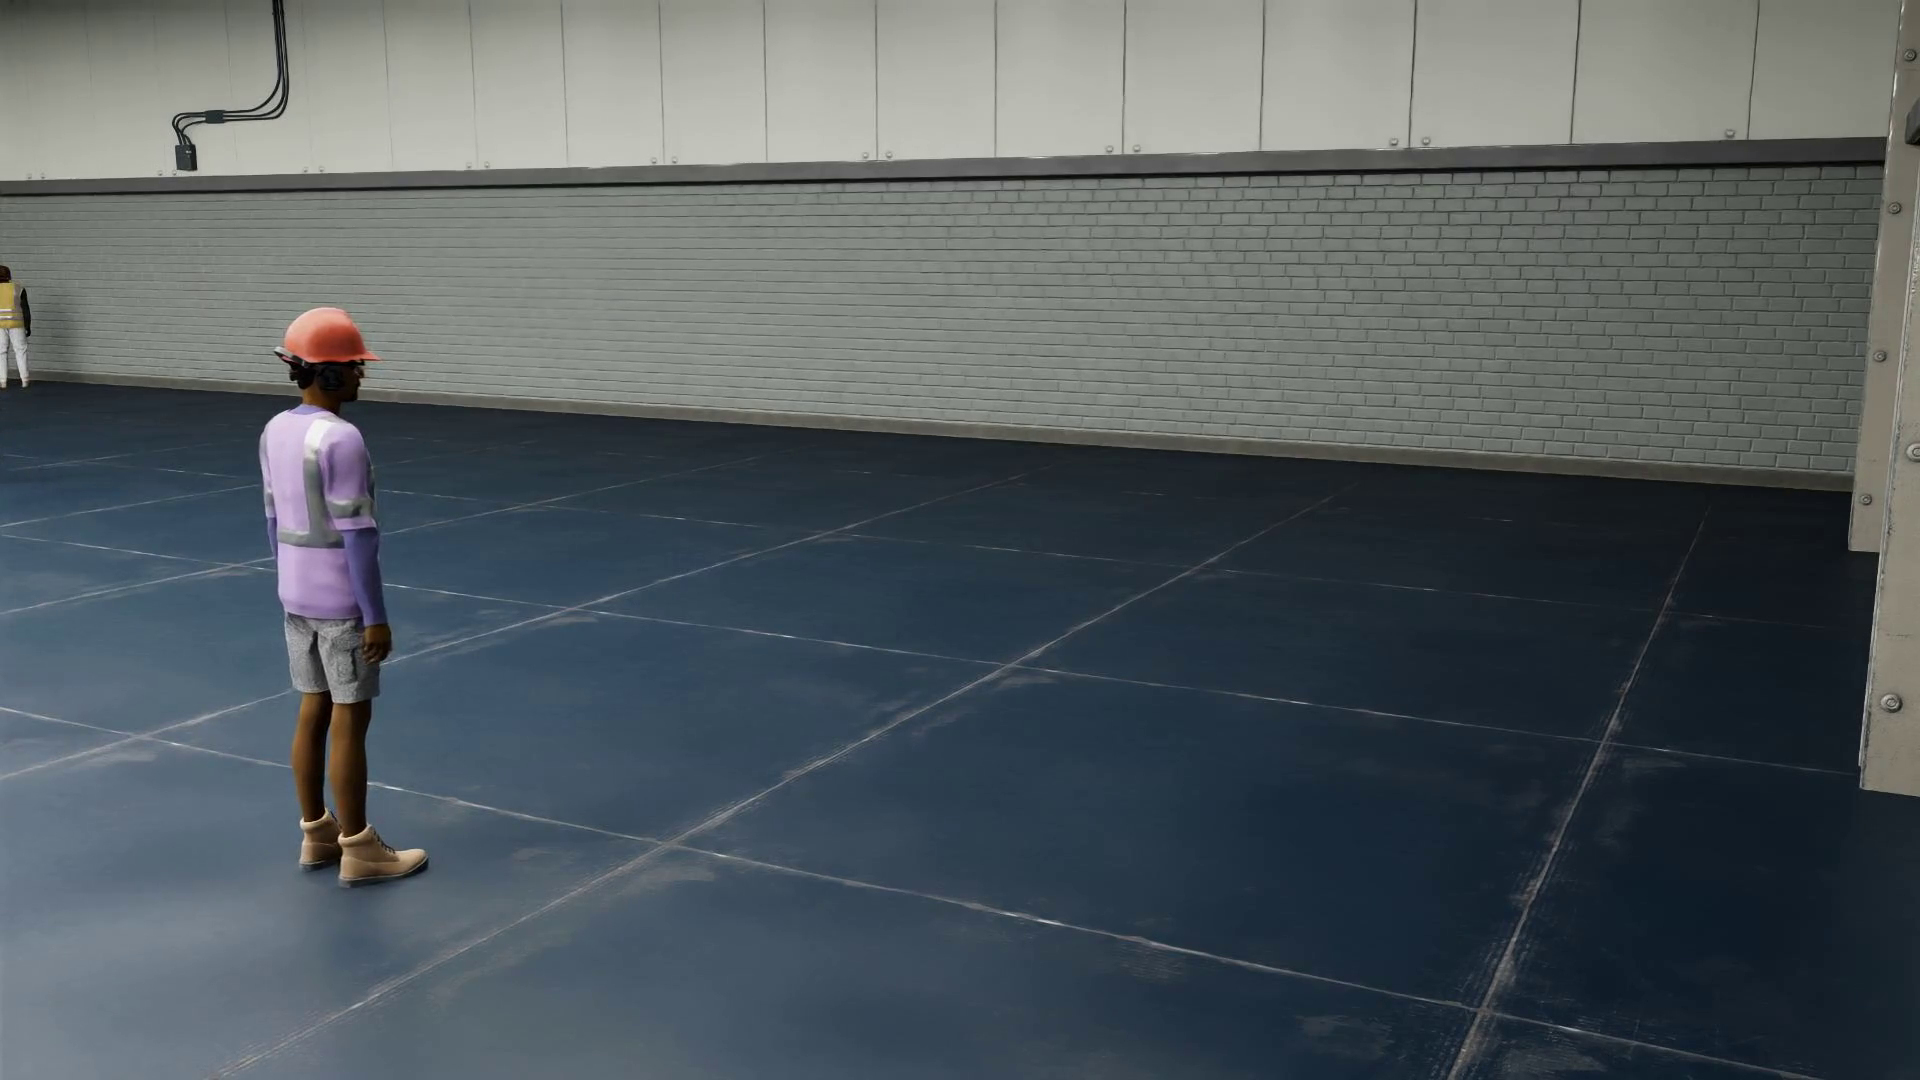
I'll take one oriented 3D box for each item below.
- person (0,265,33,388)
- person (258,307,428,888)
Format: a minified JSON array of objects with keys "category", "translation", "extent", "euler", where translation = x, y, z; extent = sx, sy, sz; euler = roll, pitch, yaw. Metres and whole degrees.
[{"category":"person","translation":[-14.407,-3.226,25.179],"extent":[0.627,1.844,0.429],"euler":[-5,11,-24]},{"category":"person","translation":[-2.211,0.205,5.915],"extent":[0.605,2.045,0.386],"euler":[9,14,42]}]
